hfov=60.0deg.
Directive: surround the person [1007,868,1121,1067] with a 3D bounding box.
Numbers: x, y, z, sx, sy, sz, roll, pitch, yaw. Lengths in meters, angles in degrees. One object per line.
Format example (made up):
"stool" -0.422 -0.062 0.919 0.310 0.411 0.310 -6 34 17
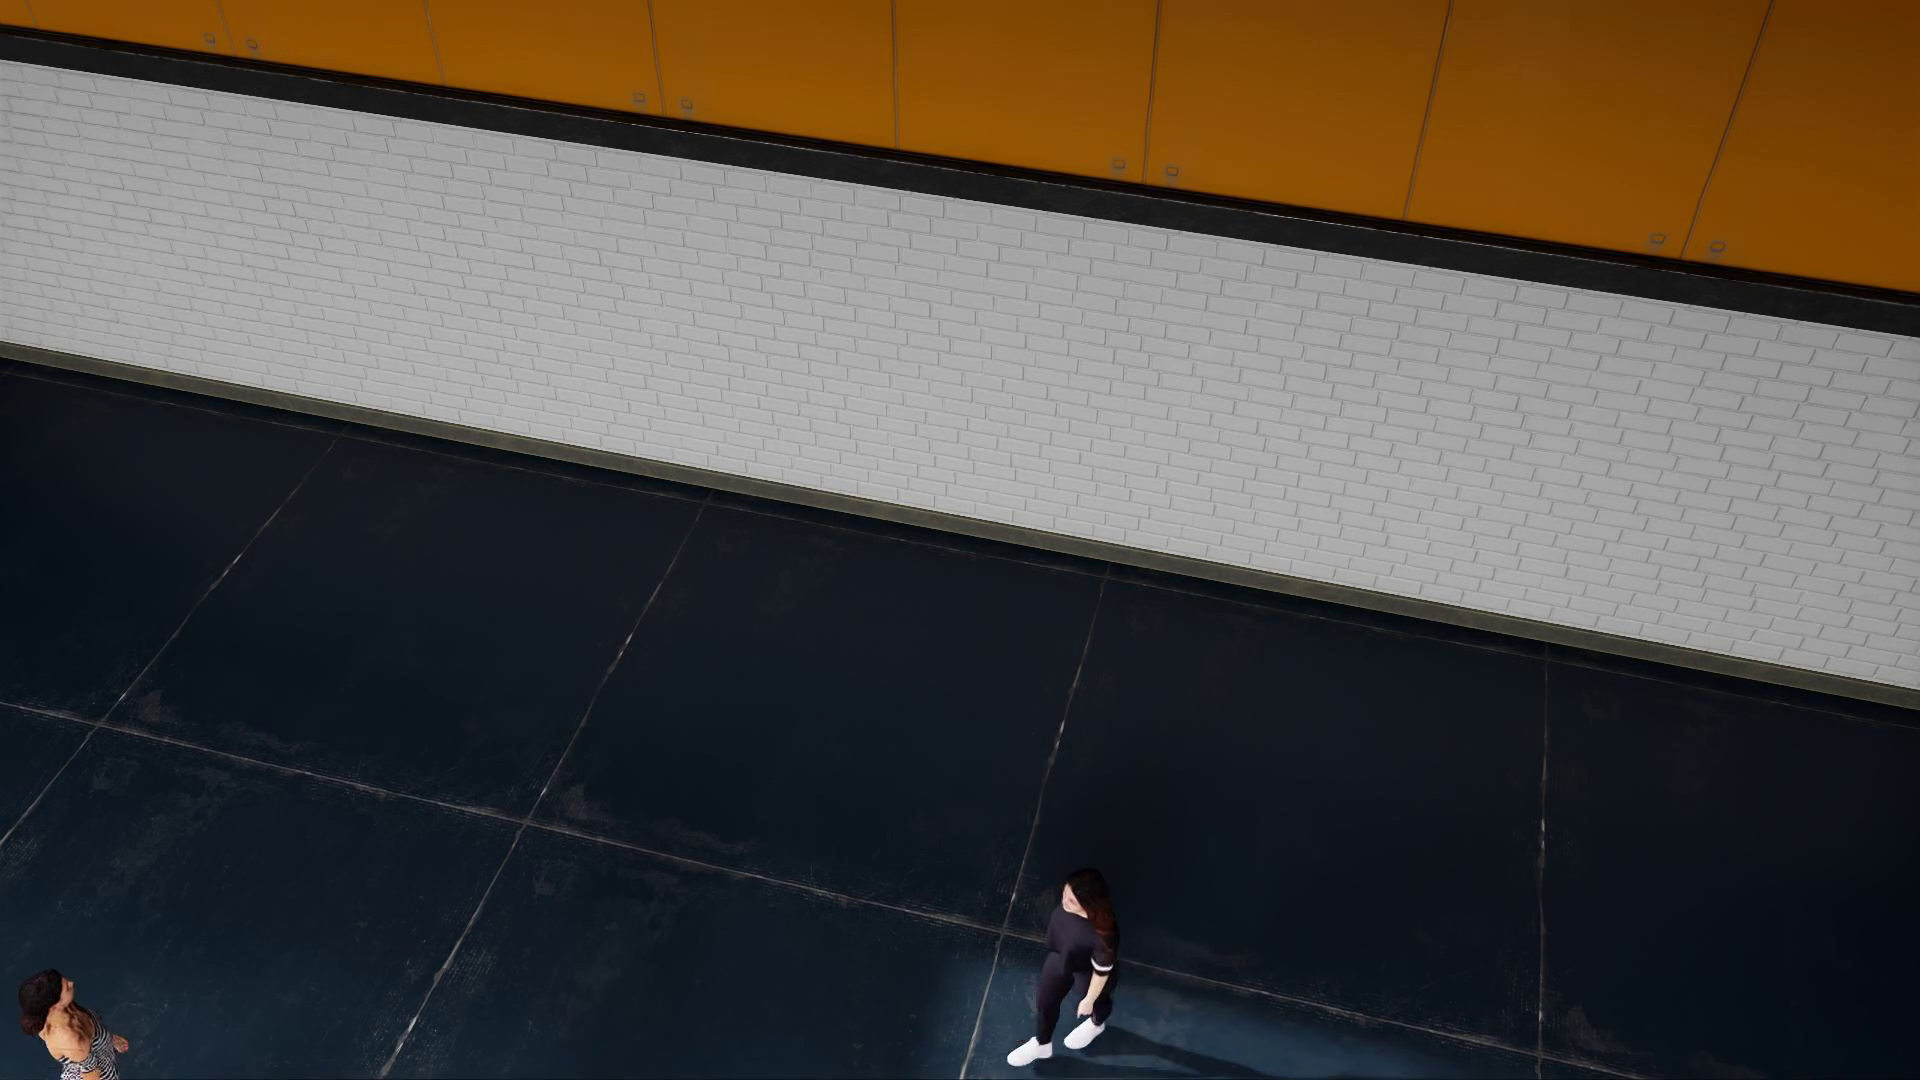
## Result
"person" 0.703 2.147 8.525 0.944 1.620 0.885 -22 48 -21
